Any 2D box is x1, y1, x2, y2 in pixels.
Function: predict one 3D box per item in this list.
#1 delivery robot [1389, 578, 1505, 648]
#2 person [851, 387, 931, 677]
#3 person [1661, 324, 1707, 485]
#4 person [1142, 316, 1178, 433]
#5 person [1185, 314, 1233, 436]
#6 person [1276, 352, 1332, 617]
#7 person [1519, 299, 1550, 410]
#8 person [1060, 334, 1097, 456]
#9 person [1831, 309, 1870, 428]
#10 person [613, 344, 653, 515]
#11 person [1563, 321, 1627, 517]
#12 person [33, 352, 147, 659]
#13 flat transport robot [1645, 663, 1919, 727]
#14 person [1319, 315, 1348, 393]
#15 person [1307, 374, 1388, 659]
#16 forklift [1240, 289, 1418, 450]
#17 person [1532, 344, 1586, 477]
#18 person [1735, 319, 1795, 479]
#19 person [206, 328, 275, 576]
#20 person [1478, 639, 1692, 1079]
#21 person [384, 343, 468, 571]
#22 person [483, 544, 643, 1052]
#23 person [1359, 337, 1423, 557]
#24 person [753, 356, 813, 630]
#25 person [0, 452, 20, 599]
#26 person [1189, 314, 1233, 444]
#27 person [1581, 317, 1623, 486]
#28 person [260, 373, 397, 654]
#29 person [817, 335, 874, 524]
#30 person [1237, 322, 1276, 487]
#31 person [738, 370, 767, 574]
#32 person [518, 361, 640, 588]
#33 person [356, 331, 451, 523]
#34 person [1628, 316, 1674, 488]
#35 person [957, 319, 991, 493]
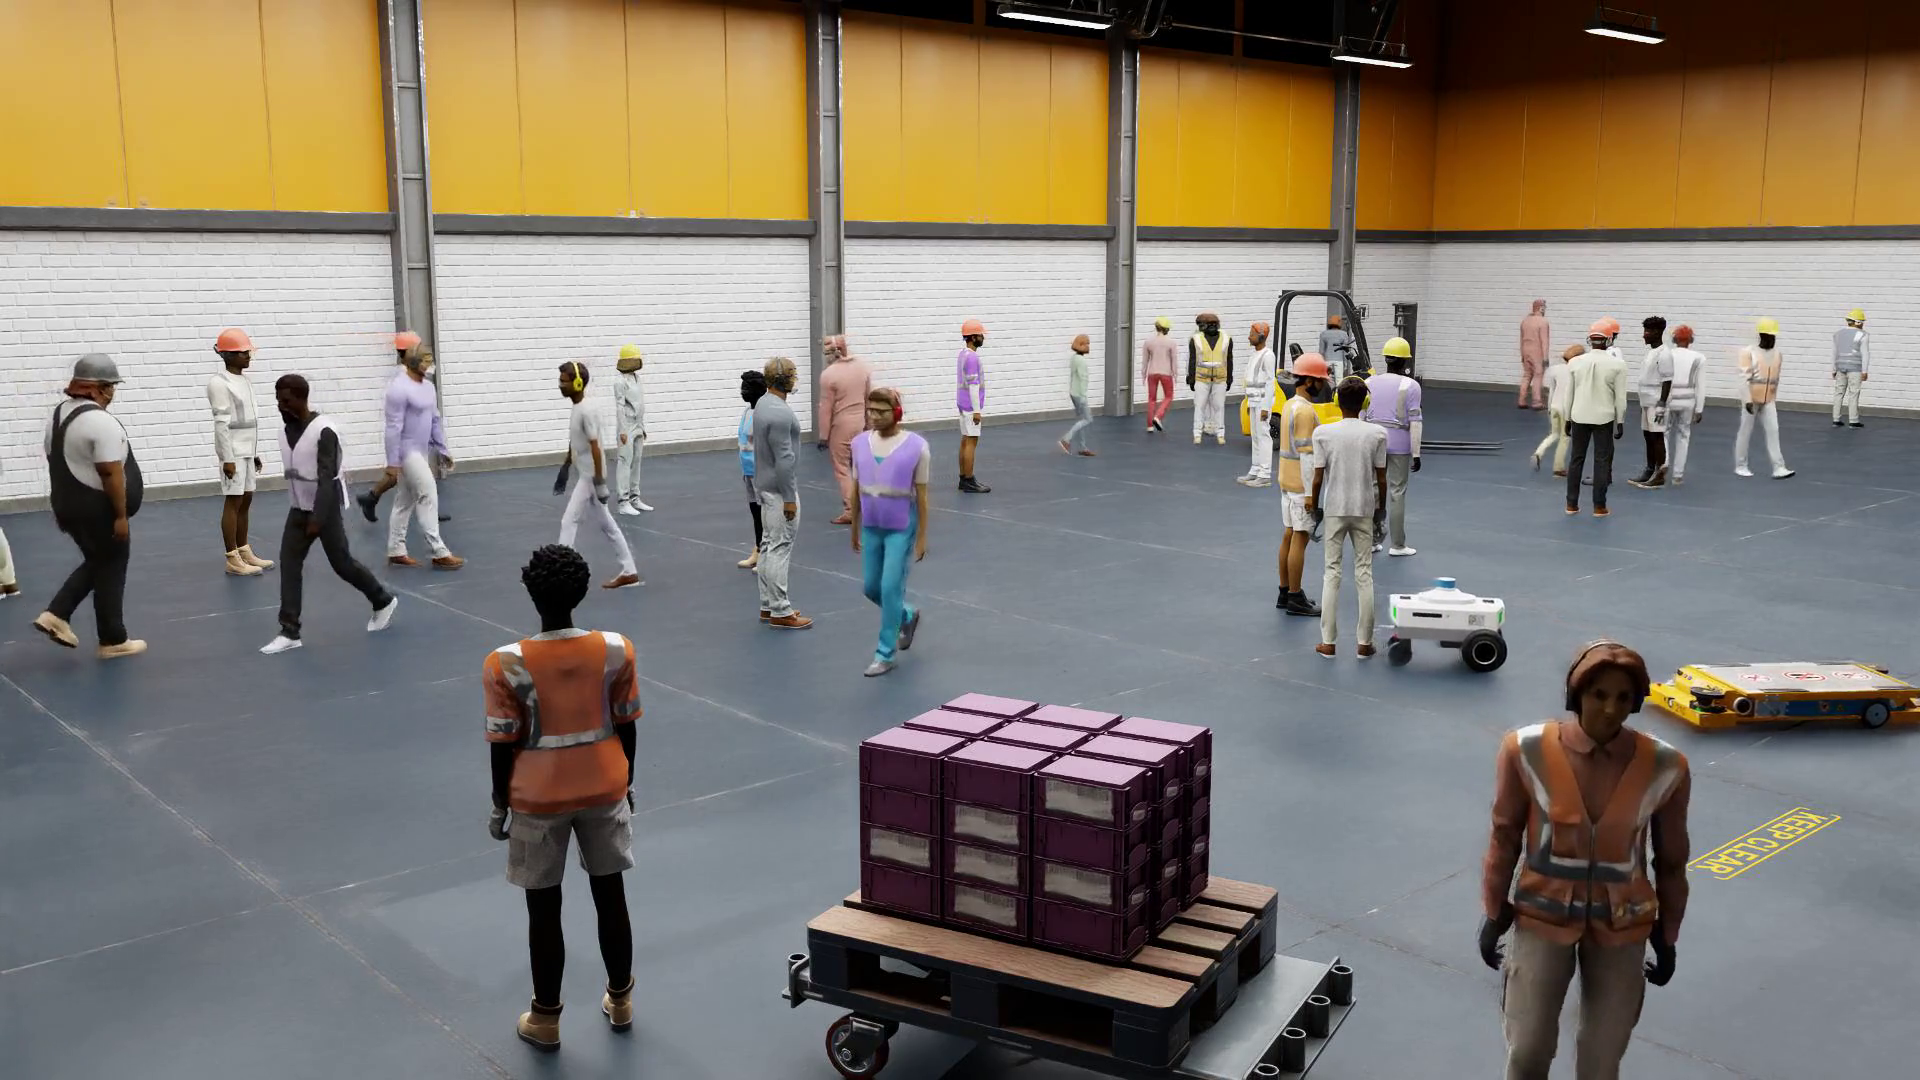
[{"bbox_3d":[3.141,0.487,10.760,0.707,0.478,0.477,2,10,13],"label":"delivery robot"},{"bbox_3d":[-0.429,-0.075,10.621,0.568,1.825,0.669,6,11,30],"label":"person"},{"bbox_3d":[8.214,-1.539,19.049,0.596,1.867,0.547,4,11,23],"label":"person"},{"bbox_3d":[2.962,-2.454,24.751,0.588,1.749,0.394,4,11,23],"label":"person"},{"bbox_3d":[3.664,-2.435,24.539,0.693,1.788,0.787,4,11,24],"label":"person"},{"bbox_3d":[2.531,-0.410,12.247,0.359,1.936,0.544,-1,10,-3],"label":"person"},{"bbox_3d":[9.898,-3.180,28.552,0.403,1.906,0.651,-3,10,-19],"label":"person"},{"bbox_3d":[1.570,-1.884,21.787,0.465,1.622,0.523,-2,10,-9],"label":"person"},{"bbox_3d":[13.685,-2.628,25.554,0.404,1.827,0.590,-5,11,-27],"label":"person"},{"bbox_3d":[-3.359,-1.137,17.059,0.288,1.746,0.487,3,10,15],"label":"person"},{"bbox_3d":[6.459,-1.231,16.917,0.617,1.985,0.411,7,12,36],"label":"person"},{"bbox_3d":[-5.663,-0.227,10.866,0.703,2.000,0.628,7,12,37],"label":"person"},{"bbox_3d":[4.777,0.879,9.566,1.431,0.197,0.652,-1,10,-5],"label":"flat transport robot"},{"bbox_3d":[6.415,-3.050,28.583,0.500,1.633,0.286,3,10,19],"label":"person"},{"bbox_3d":[2.544,-0.151,10.916,0.521,1.874,0.327,2,10,9],"label":"person"},{"bbox_3d":[5.034,-2.339,22.783,2.313,2.155,1.214,3,10,16],"label":"forklift"},{"bbox_3d":[7.130,-1.523,19.747,0.510,1.607,0.539,-4,11,-23],"label":"person"},{"bbox_3d":[9.530,-1.653,19.664,0.599,1.894,0.833,-2,10,-10],"label":"person"},{"bbox_3d":[-5.963,-0.729,13.798,0.378,2.045,0.605,0,10,-2],"label":"person"},{"bbox_3d":[1.690,1.059,4.529,0.536,1.623,0.395,2,10,13],"label":"person"},{"bbox_3d":[-4.476,-0.690,13.977,0.873,1.900,0.628,1,10,3],"label":"person"},{"bbox_3d":[-1.313,0.854,5.544,0.532,1.697,0.319,-6,11,-30],"label":"person"},{"bbox_3d":[3.796,-0.817,14.653,0.594,1.926,0.368,9,13,42],"label":"person"},{"bbox_3d":[-1.275,-0.336,11.801,0.362,1.939,0.635,-3,10,-19],"label":"person"},{"bbox_3d":[-7.506,-0.437,12.755,0.304,1.849,0.547,-3,10,-17],"label":"person"},{"bbox_3d":[3.519,-2.253,23.352,0.621,1.835,0.430,0,10,3],"label":"person"},{"bbox_3d":[7.407,-1.591,19.144,0.344,1.942,0.549,6,11,32],"label":"person"},{"bbox_3d":[-4.339,-0.216,11.331,0.578,1.871,0.977,5,11,28],"label":"person"},{"bbox_3d":[-1.138,-1.082,16.388,0.405,1.878,0.750,8,12,39],"label":"person"},{"bbox_3d":[3.432,-1.552,19.090,0.356,1.883,0.573,-1,10,-7],"label":"person"},{"bbox_3d":[-1.684,-0.567,13.866,0.317,1.695,0.540,-5,11,-28],"label":"person"},{"bbox_3d":[-2.985,-0.487,13.042,0.962,1.817,0.519,-3,10,-15],"label":"person"},{"bbox_3d":[-5.497,-1.087,16.311,0.805,1.916,0.550,-3,10,-18],"label":"person"},{"bbox_3d":[7.898,-1.568,18.943,0.363,1.962,0.612,1,10,5],"label":"person"},{"bbox_3d":[0.144,-1.500,18.610,0.354,1.942,0.545,-2,10,-12],"label":"person"}]
